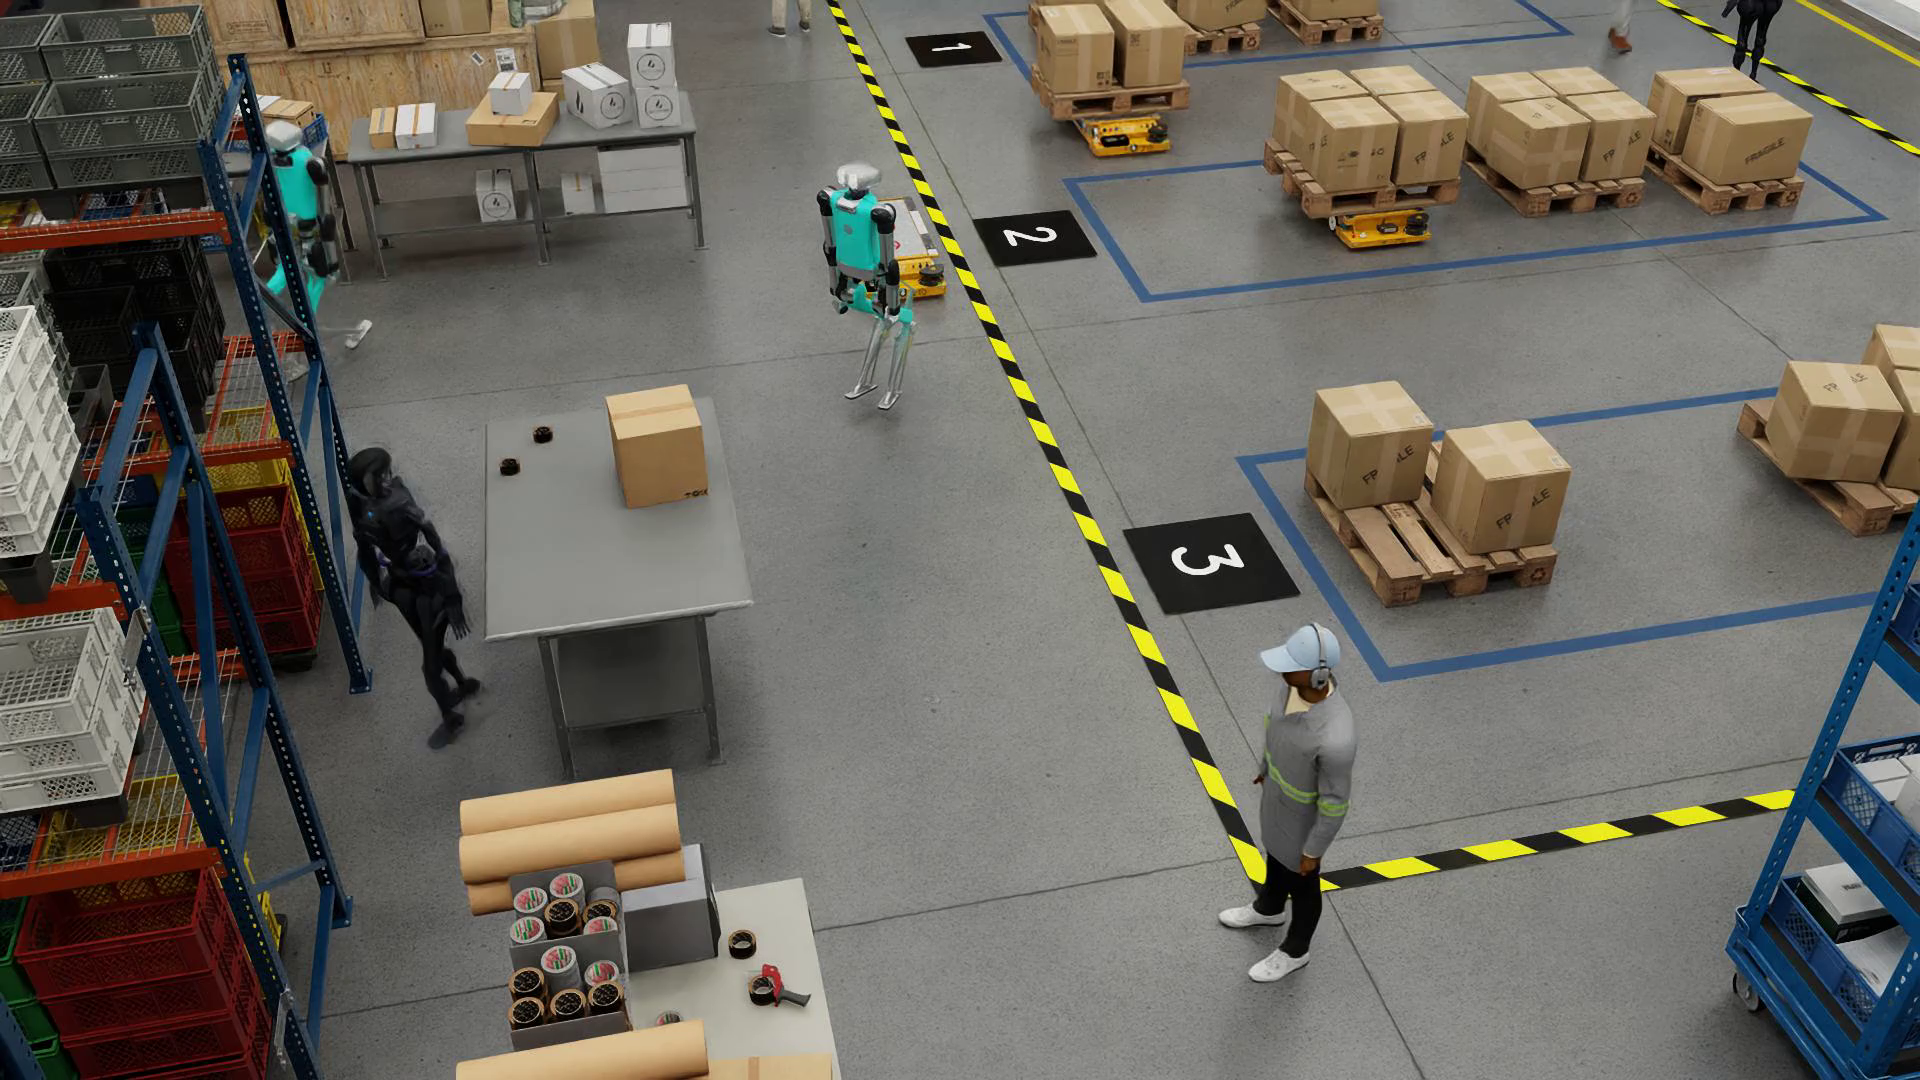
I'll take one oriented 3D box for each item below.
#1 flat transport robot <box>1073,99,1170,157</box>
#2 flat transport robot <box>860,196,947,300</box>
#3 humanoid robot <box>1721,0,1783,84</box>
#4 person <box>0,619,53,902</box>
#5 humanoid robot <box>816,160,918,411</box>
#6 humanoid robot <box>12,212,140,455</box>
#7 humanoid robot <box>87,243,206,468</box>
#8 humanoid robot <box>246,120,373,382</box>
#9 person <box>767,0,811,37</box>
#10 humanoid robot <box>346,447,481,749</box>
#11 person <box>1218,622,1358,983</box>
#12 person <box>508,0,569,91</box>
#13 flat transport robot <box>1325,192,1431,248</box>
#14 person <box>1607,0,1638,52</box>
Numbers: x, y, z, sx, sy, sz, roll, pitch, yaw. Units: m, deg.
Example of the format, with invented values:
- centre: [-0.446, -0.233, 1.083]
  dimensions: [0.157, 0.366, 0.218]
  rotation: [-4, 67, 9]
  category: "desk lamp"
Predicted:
- centre: [1.312, -3.759, 14.583]
  dimensions: [0.652, 0.197, 1.431]
  rotation: [-8, 37, -10]
  category: "flat transport robot"
- centre: [-0.570, -2.220, 12.538]
  dimensions: [0.659, 0.231, 1.431]
  rotation: [-8, 37, -10]
  category: "flat transport robot"
- centre: [7.176, -4.891, 14.937]
  dimensions: [0.599, 1.653, 0.315]
  rotation: [-14, 39, -19]
  category: "humanoid robot"
- centre: [-4.127, 0.884, 7.048]
  dimensions: [0.429, 1.840, 0.635]
  rotation: [28, 45, 33]
  category: "person"
- centre: [-0.489, -1.635, 10.410]
  dimensions: [0.533, 1.675, 0.735]
  rotation: [21, 42, 26]
  category: "humanoid robot"
- centre: [-5.217, -1.197, 9.930]
  dimensions: [0.537, 1.800, 0.669]
  rotation: [-22, 42, -27]
  category: "humanoid robot"
- centre: [-4.877, -1.104, 9.858]
  dimensions: [0.589, 1.650, 0.324]
  rotation: [4, 37, 6]
  category: "humanoid robot"
- centre: [-4.301, -1.787, 10.710]
  dimensions: [0.558, 1.733, 1.009]
  rotation: [13, 39, 17]
  category: "humanoid robot"
- centre: [-1.703, -5.760, 16.036]
  dimensions: [0.564, 1.769, 0.395]
  rotation: [-18, 40, -23]
  category: "person"
- centre: [-2.661, 0.235, 8.067]
  dimensions: [0.614, 1.635, 0.520]
  rotation: [16, 40, 21]
  category: "humanoid robot"
- centre: [1.341, 1.074, 6.784]
  dimensions: [0.401, 1.852, 0.589]
  rotation: [-8, 37, -10]
  category: "person"
- centre: [-3.523, -4.363, 14.021]
  dimensions: [0.412, 1.939, 0.602]
  rotation: [24, 43, 28]
  category: "person"
- centre: [3.134, -2.740, 13.213]
  dimensions: [0.652, 0.197, 1.431]
  rotation: [-8, 37, -10]
  category: "flat transport robot"
- centre: [6.518, -5.616, 15.793]
  dimensions: [0.397, 1.847, 0.755]
  rotation: [1, 37, 1]
  category: "person"
